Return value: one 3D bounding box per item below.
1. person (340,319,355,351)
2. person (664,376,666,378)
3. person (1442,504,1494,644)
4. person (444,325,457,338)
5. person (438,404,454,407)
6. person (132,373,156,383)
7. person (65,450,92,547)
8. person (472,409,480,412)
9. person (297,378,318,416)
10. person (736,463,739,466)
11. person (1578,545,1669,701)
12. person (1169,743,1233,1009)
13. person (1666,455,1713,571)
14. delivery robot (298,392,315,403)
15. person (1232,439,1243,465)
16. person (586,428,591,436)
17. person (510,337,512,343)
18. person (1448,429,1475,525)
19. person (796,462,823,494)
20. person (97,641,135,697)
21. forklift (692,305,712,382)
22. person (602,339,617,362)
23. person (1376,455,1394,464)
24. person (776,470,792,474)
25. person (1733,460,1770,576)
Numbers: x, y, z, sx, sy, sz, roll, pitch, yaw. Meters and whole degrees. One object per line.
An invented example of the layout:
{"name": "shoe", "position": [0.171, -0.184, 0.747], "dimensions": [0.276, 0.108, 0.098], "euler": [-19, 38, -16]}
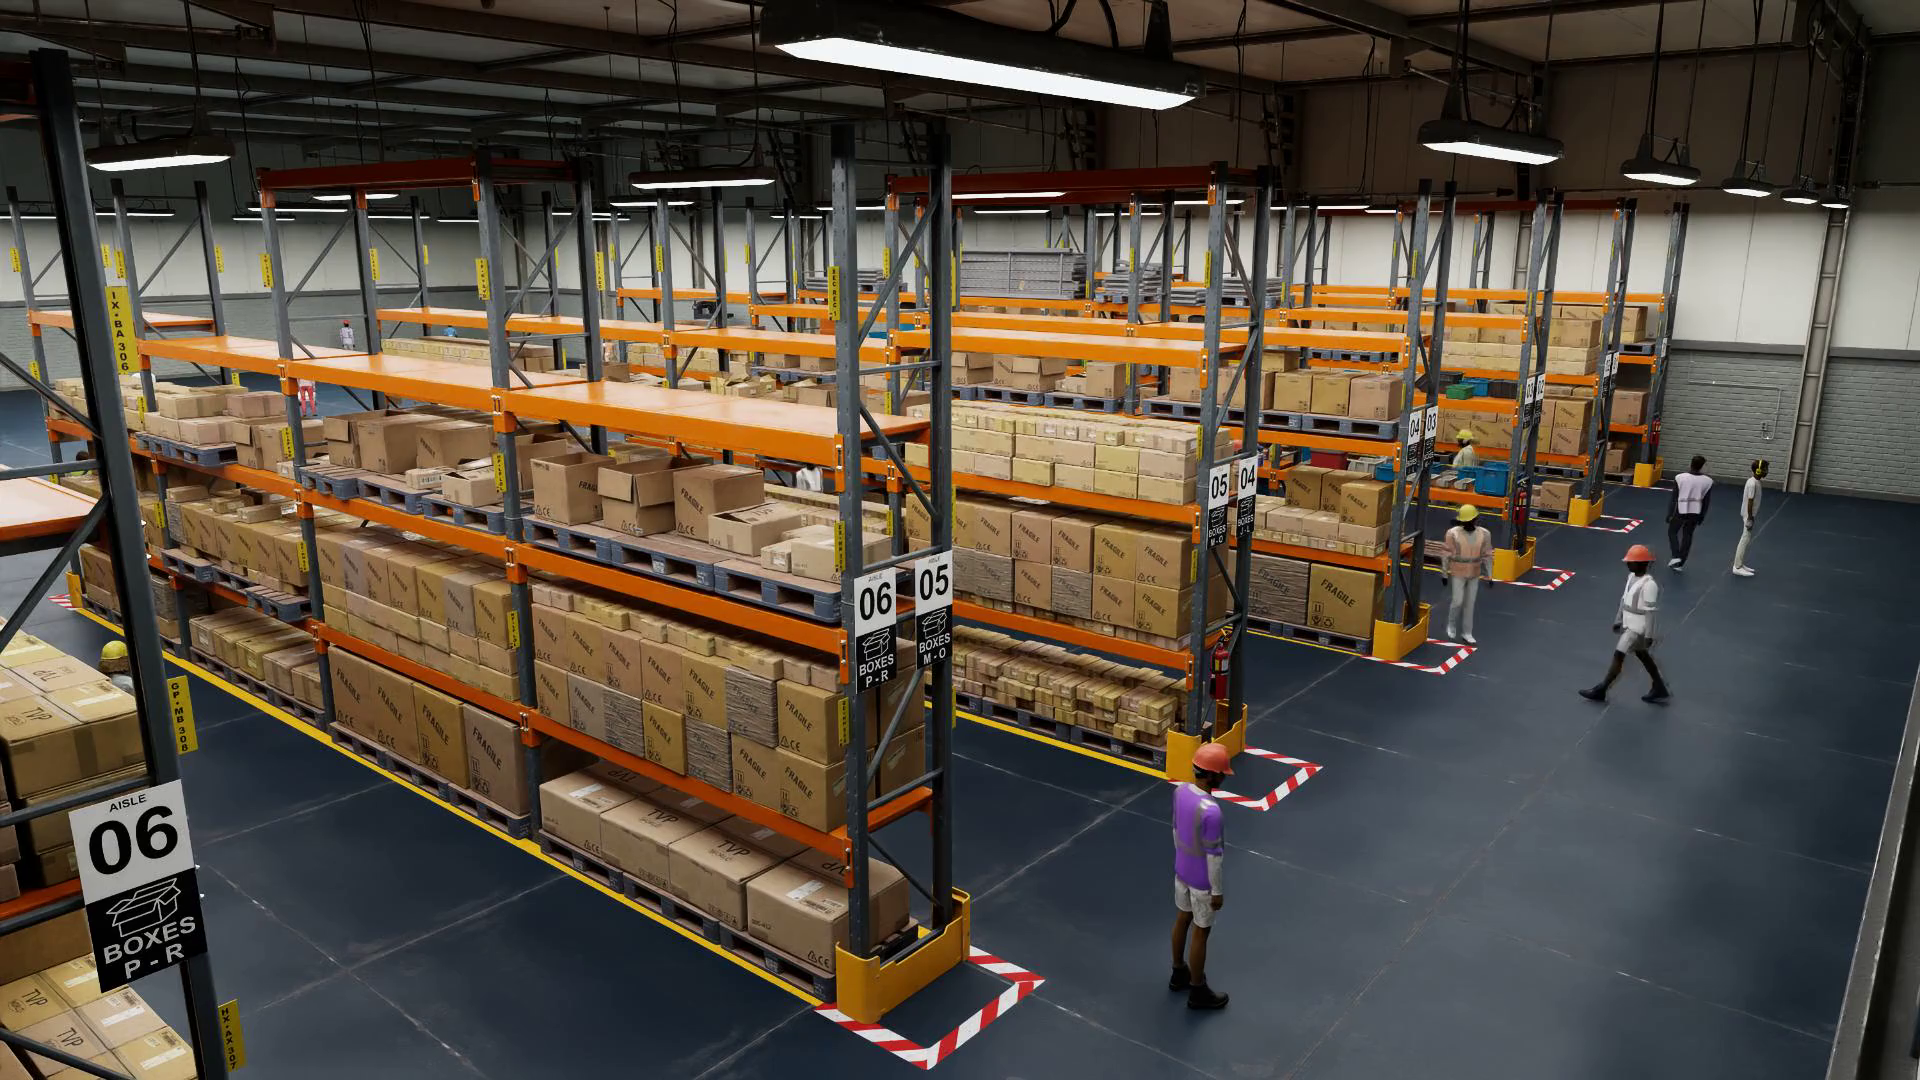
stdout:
{"name": "person", "position": [-25.345, -8.162, 52.165], "dimensions": [0.542, 1.939, 0.363], "euler": [1, 14, 4]}
{"name": "person", "position": [-8.650, -4.206, 35.999], "dimensions": [0.655, 1.882, 0.950], "euler": [7, 15, 26]}
{"name": "person", "position": [6.784, 0.450, 16.801], "dimensions": [0.649, 1.904, 0.415], "euler": [0, 14, -1]}
{"name": "person", "position": [-22.071, -8.637, 54.616], "dimensions": [0.537, 1.698, 0.321], "euler": [-5, 14, -18]}
{"name": "person", "position": [-12.504, -2.801, 30.748], "dimensions": [0.500, 1.633, 0.280], "euler": [-13, 19, -43]}
{"name": "person", "position": [-22.222, -3.901, 34.437], "dimensions": [0.605, 2.036, 0.383], "euler": [-2, 14, -8]}
{"name": "person", "position": [-14.810, -0.618, 21.405], "dimensions": [0.657, 1.819, 0.443], "euler": [-5, 15, -20]}
{"name": "person", "position": [-13.249, -3.744, 34.117], "dimensions": [0.668, 1.883, 0.707], "euler": [-11, 18, -39]}
{"name": "person", "position": [-19.715, -4.615, 37.951], "dimensions": [0.522, 1.761, 0.321], "euler": [-4, 14, -17]}
{"name": "person", "position": [-5.119, -2.203, 28.286], "dimensions": [0.507, 1.633, 0.276], "euler": [-8, 16, -31]}
{"name": "person", "position": [7.888, 0.979, 14.687], "dimensions": [1.010, 1.886, 0.565], "euler": [2, 14, 9]}
{"name": "person", "position": [1.717, 2.355, 8.928], "dimensions": [0.380, 1.927, 0.542], "euler": [-4, 14, -18]}
{"name": "person", "position": [11.815, -0.434, 20.461], "dimensions": [0.631, 1.893, 0.452], "euler": [2, 14, 9]}
{"name": "delivery robot", "position": [-21.027, -4.597, 40.263], "dimensions": [0.707, 0.478, 0.477], "euler": [-3, 13, -10]}
{"name": "person", "position": [4.741, -0.755, 21.580], "dimensions": [0.400, 1.989, 0.623], "euler": [11, 17, 38]}
{"name": "person", "position": [-9.424, -3.338, 32.339], "dimensions": [0.361, 1.933, 0.623], "euler": [4, 14, 15]}
{"name": "person", "position": [-16.214, -6.473, 45.388], "dimensions": [0.909, 1.860, 0.668], "euler": [8, 16, 29]}
{"name": "person", "position": [9.440, -1.178, 23.669], "dimensions": [0.419, 1.822, 0.612], "euler": [5, 14, 18]}
{"name": "person", "position": [-2.551, -0.600, 21.217], "dimensions": [0.666, 1.865, 0.582], "euler": [11, 18, 38]}
{"name": "person", "position": [-7.746, 1.778, 11.708], "dimensions": [0.483, 1.737, 0.320], "euler": [3, 14, 13]}
{"name": "forklift", "position": [-9.511, -7.392, 47.124], "dimensions": [1.873, 2.768, 1.129], "euler": [11, 17, 38]}
{"name": "person", "position": [-13.329, -6.941, 47.839], "dimensions": [0.543, 1.588, 0.845], "euler": [-5, 14, -18]}
{"name": "person", "position": [8.374, -1.435, 24.715], "dimensions": [0.404, 1.830, 0.599], "euler": [6, 15, 25]}
{"name": "person", "position": [-4.038, -2.458, 28.846], "dimensions": [0.543, 1.885, 1.034], "euler": [-9, 17, -34]}
{"name": "person", "position": [12.737, -0.369, 20.257], "dimensions": [0.313, 1.866, 0.539], "euler": [9, 16, 33]}
